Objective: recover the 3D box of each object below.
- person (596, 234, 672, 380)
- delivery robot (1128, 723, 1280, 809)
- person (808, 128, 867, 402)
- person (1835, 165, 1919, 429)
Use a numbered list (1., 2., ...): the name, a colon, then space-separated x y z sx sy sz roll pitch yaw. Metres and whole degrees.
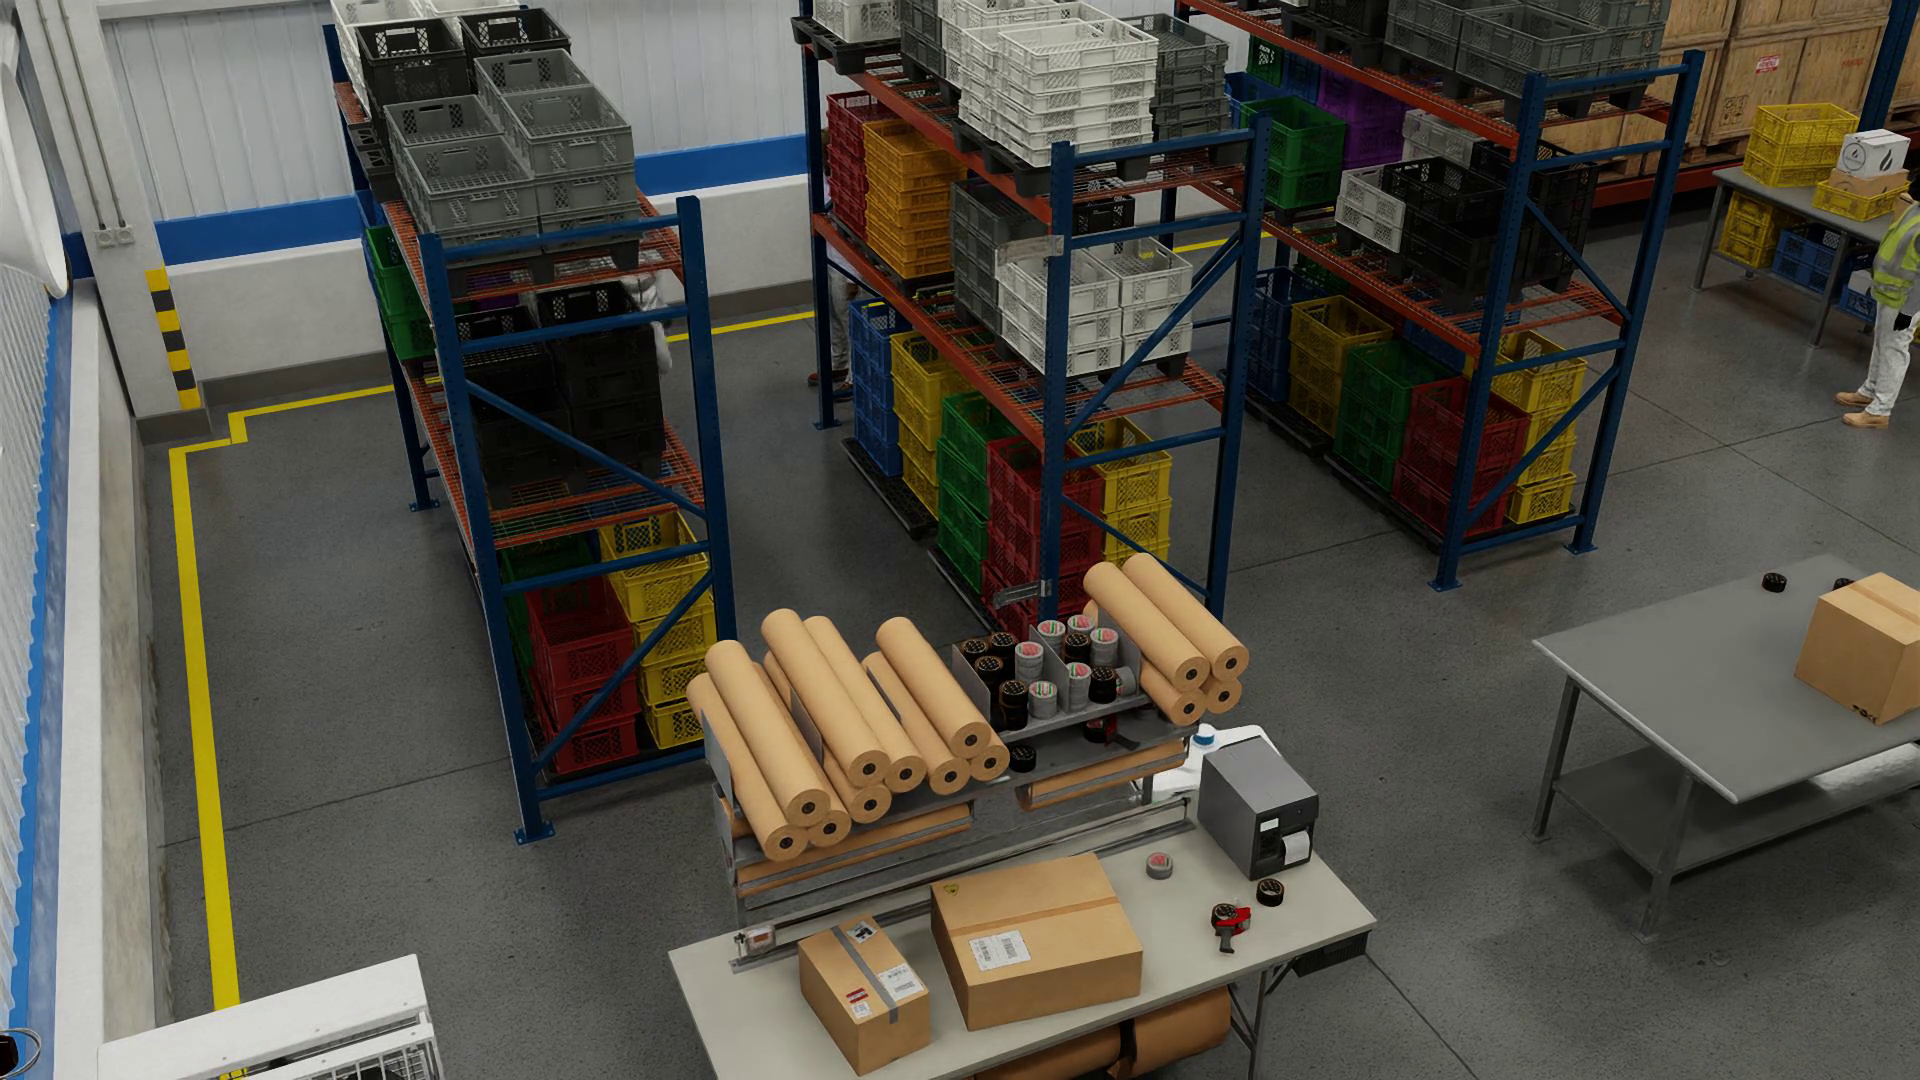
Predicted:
1. person: -2.154 -1.464 10.804 0.512 1.871 0.607 27 41 37
2. delivery robot: 1.131 1.084 7.829 0.707 0.478 0.477 -8 32 -13
3. person: -0.841 -1.896 11.450 0.371 1.935 0.627 -17 36 -26
4. person: 6.285 -1.639 11.120 0.429 1.841 0.634 10 33 15
